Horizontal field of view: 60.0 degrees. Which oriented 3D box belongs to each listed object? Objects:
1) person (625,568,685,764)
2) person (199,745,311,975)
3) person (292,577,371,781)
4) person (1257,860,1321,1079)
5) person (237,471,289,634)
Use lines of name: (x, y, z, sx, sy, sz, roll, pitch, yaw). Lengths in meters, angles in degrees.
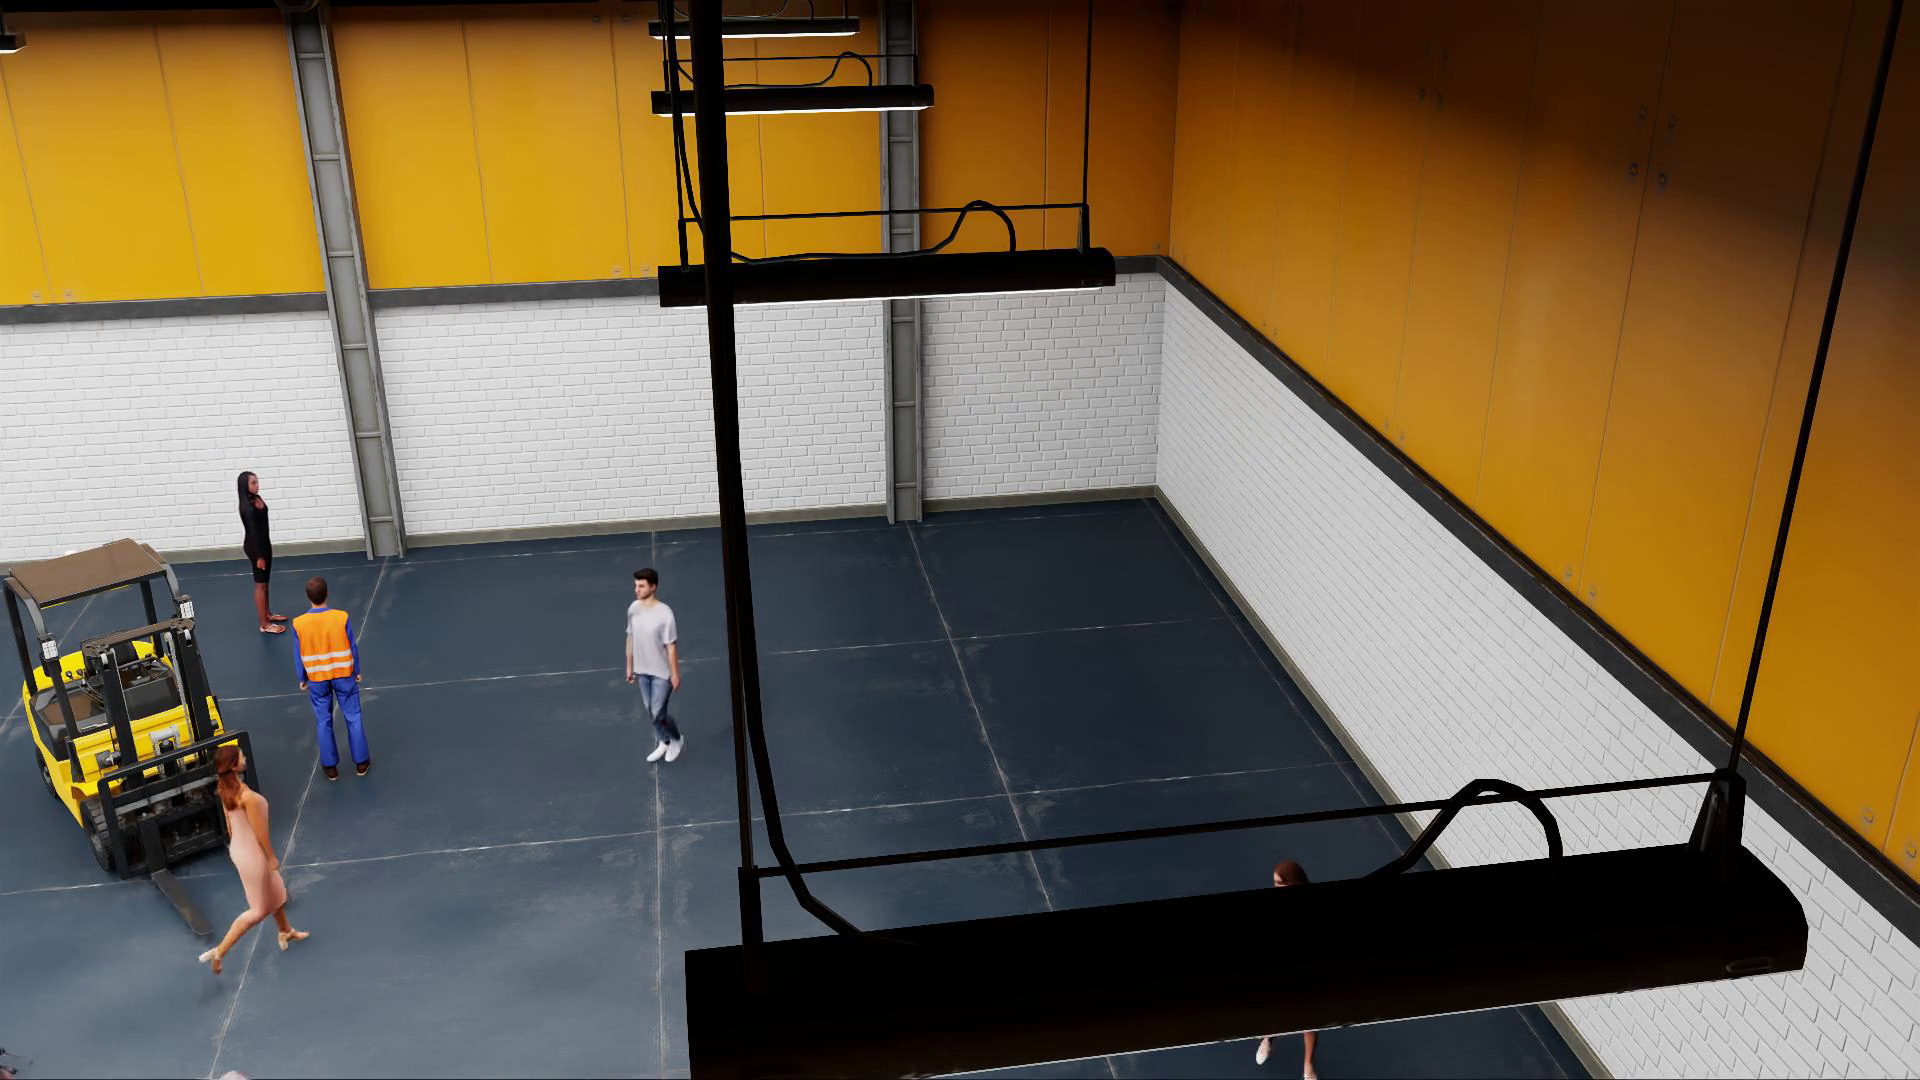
person: (-2.615, 1.089, 14.630, 0.808, 1.877, 0.874, 14, 27, 30)
person: (-5.142, 2.313, 11.915, 0.960, 1.810, 1.113, 20, 31, 39)
person: (-5.451, 1.193, 14.415, 0.582, 1.861, 0.770, -7, 25, -17)
person: (2.190, 2.799, 10.951, 0.709, 1.691, 0.795, 3, 24, 7)
person: (-7.185, 0.106, 17.074, 0.498, 1.721, 0.610, -5, 24, -11)
